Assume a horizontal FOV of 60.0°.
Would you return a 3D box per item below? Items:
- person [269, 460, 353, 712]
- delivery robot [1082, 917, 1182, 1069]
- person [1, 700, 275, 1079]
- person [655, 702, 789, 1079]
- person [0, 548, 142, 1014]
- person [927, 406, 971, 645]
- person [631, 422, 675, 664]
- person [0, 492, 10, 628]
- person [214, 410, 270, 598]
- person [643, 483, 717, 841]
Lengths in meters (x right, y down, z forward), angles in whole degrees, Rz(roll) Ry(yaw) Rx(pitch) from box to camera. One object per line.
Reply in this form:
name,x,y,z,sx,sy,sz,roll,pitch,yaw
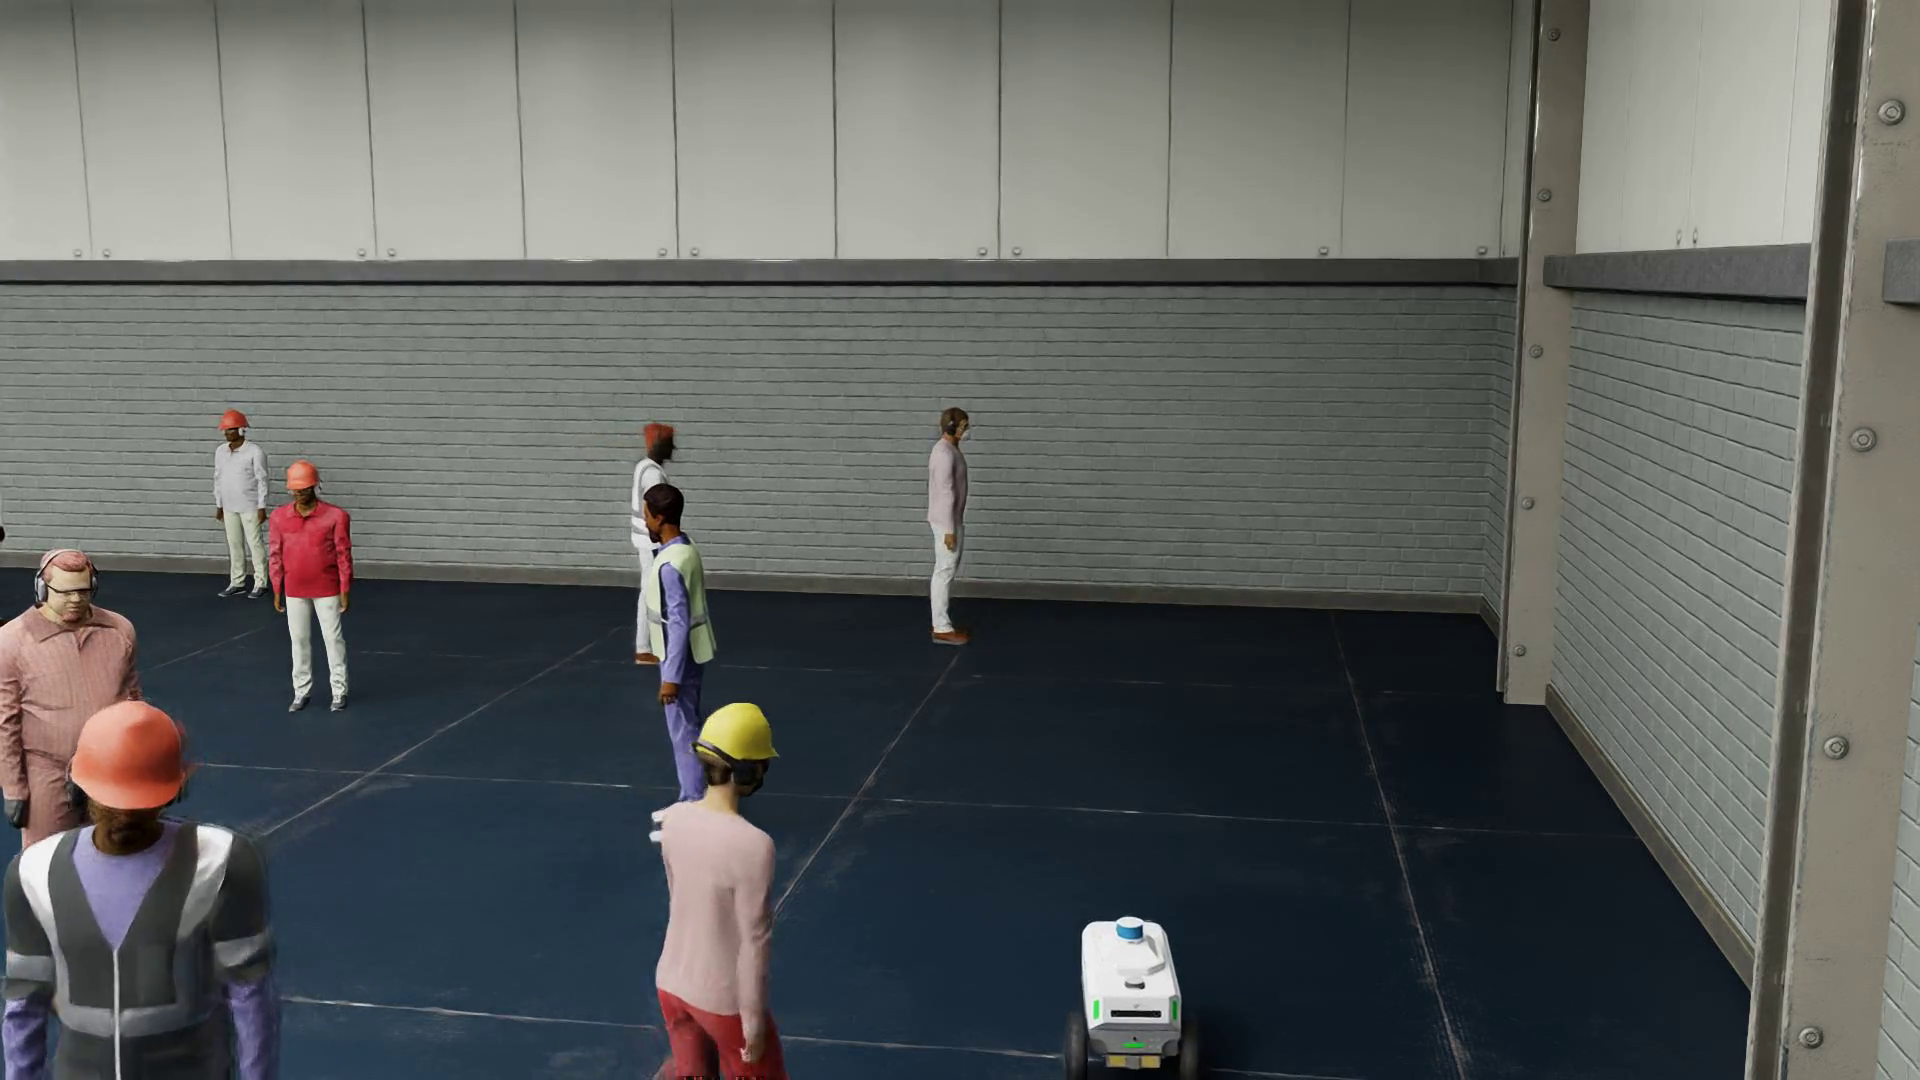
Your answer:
person,-4.463,0.318,11.436,0.563,1.746,0.348,0,9,-2
delivery robot,0.648,1.688,6.368,0.477,0.478,0.707,0,9,2
person,-2.051,1.356,4.219,0.646,2.017,0.600,-1,9,-5
person,-0.732,1.361,5.028,0.526,1.747,0.461,8,12,41
person,-3.660,0.975,6.919,0.407,1.902,0.639,6,11,33
person,-0.088,-0.124,13.580,0.355,1.936,0.635,0,9,0
person,-2.347,0.024,12.874,0.389,1.882,0.589,-3,10,-17
person,-8.264,-0.140,13.841,0.576,1.885,0.355,-1,9,-9
person,-6.684,-0.334,15.439,0.572,1.750,0.330,3,10,17
person,-1.499,0.648,8.887,0.394,1.916,0.590,-1,9,-5
